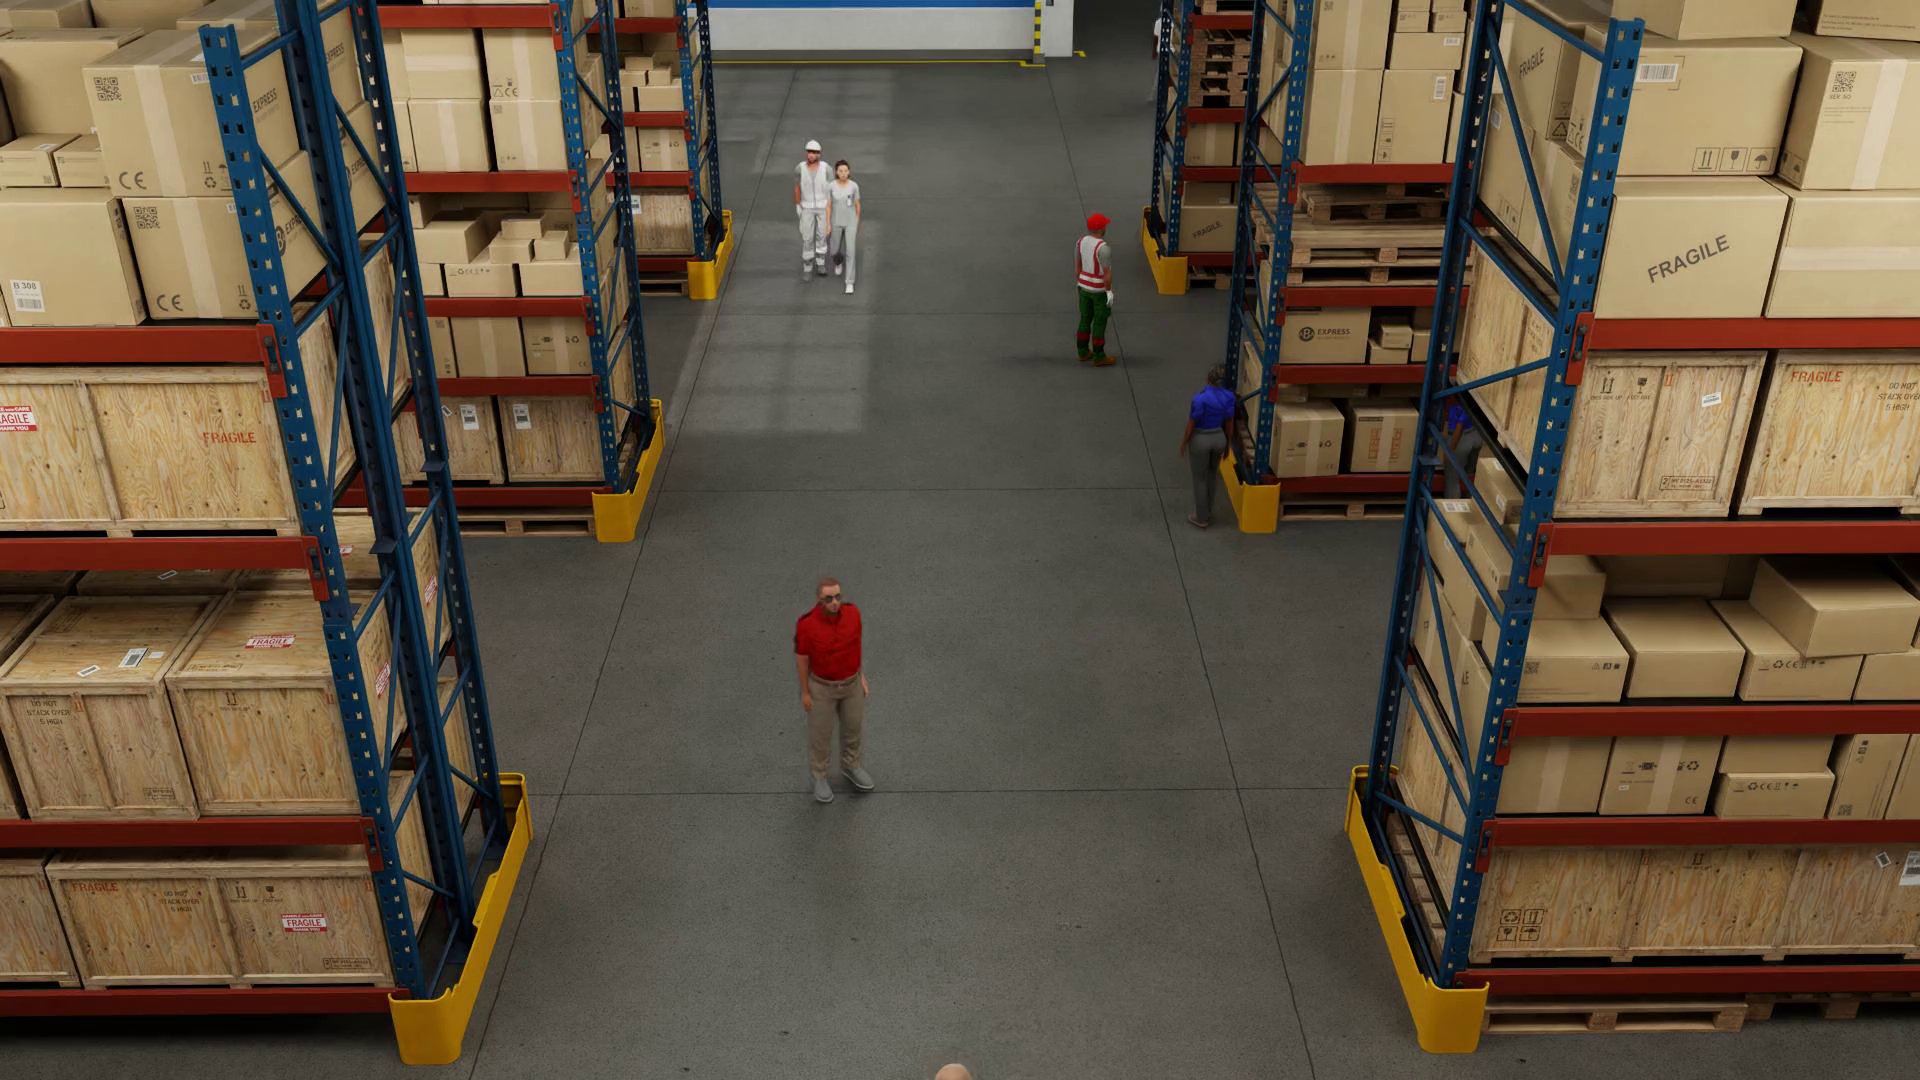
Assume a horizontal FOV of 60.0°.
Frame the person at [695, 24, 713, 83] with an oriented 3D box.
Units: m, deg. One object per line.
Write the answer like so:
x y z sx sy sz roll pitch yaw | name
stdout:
-4.609 -8.330 29.464 0.474 1.658 0.672 9 30 16 | person

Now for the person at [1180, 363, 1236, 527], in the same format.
2.285 -0.933 15.754 0.458 1.676 0.503 -11 30 -20 | person

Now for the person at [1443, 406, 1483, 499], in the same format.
4.737 -0.911 15.718 0.452 1.660 0.336 -23 36 -36 | person

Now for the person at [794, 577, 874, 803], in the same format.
-0.902 1.058 11.973 0.522 1.731 0.383 -16 32 -28 | person

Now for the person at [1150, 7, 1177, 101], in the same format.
3.920 -9.006 30.650 0.932 1.730 0.585 -13 31 -23 | person

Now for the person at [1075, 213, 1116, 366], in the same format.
1.581 -2.924 19.316 0.347 1.795 0.548 -23 36 -36 | person

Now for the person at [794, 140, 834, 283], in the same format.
-1.903 -4.337 21.912 0.530 1.792 0.597 -3 28 -6 | person

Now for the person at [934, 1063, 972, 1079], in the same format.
-0.130 3.215 7.922 0.892 1.769 0.585 -25 37 -38 | person

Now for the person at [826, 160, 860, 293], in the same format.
-1.519 -4.118 21.661 0.453 1.662 0.766 -1 28 -3 | person
